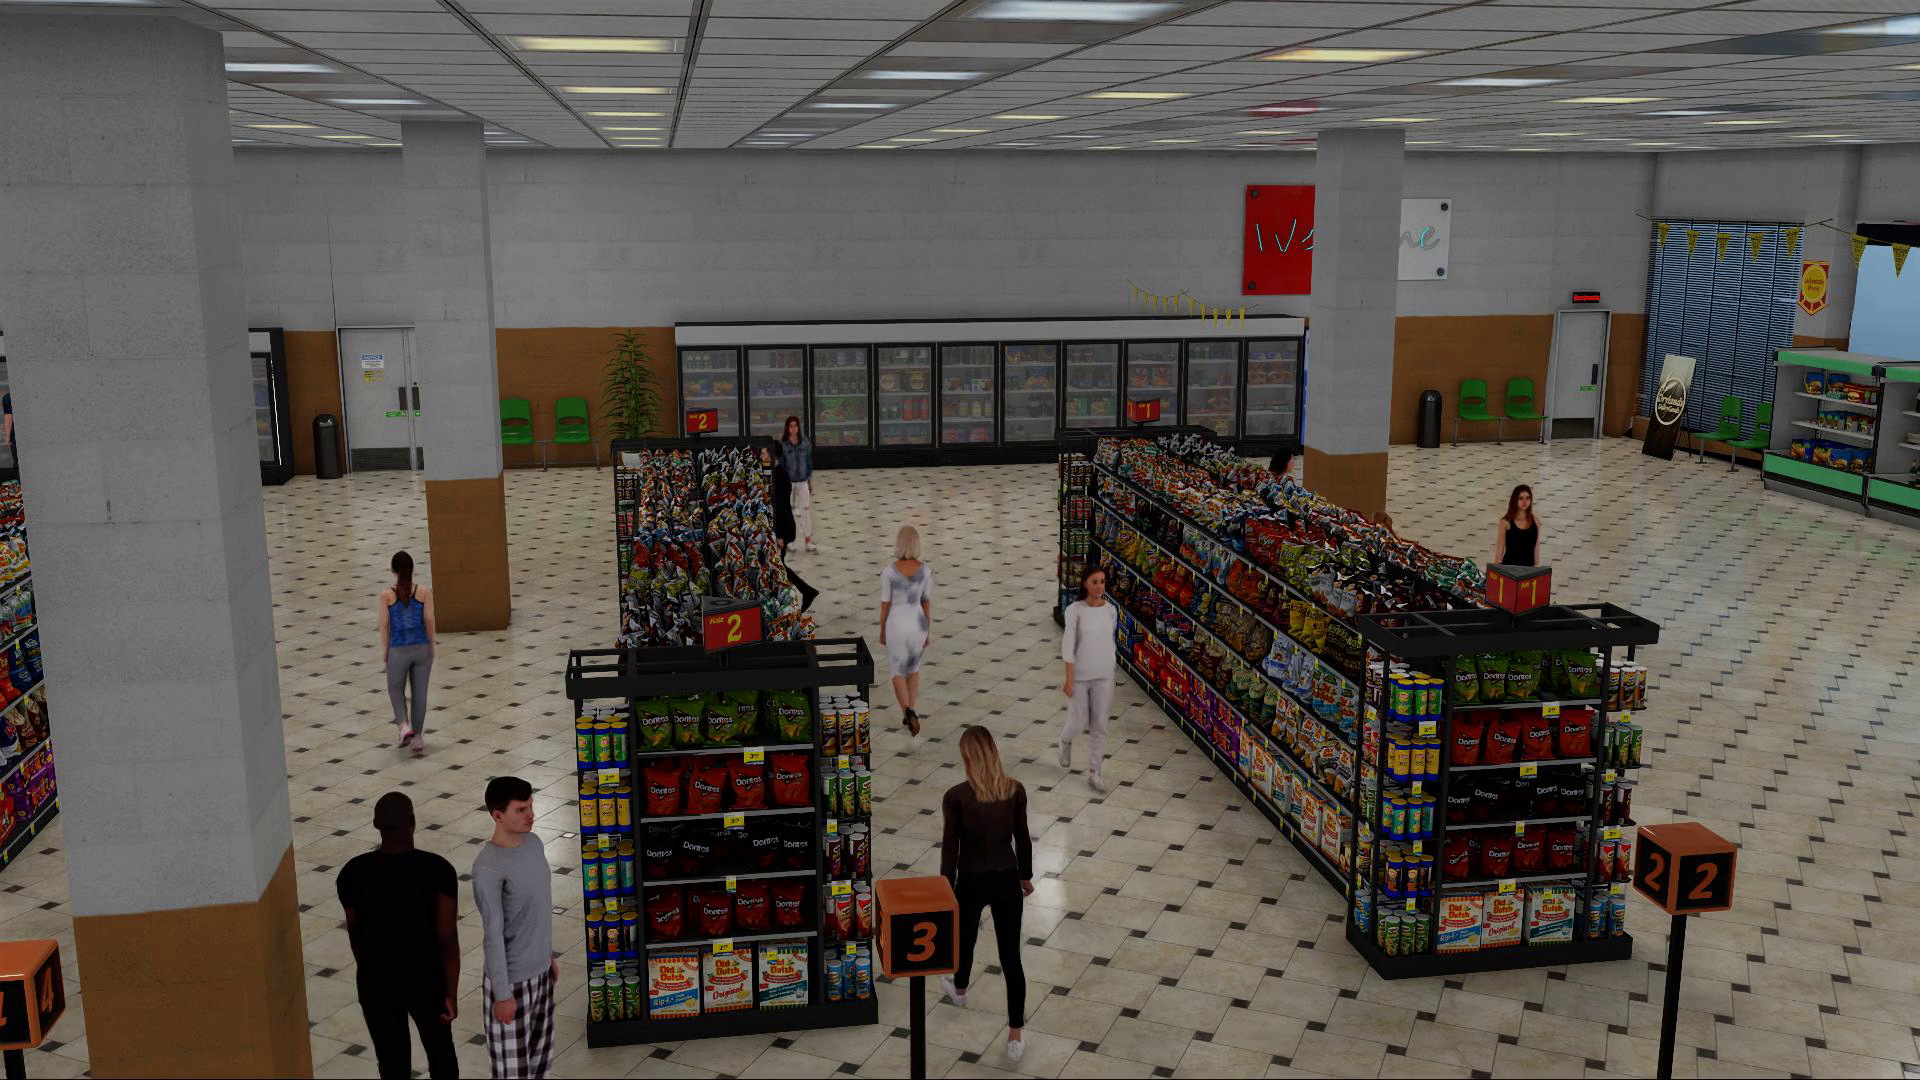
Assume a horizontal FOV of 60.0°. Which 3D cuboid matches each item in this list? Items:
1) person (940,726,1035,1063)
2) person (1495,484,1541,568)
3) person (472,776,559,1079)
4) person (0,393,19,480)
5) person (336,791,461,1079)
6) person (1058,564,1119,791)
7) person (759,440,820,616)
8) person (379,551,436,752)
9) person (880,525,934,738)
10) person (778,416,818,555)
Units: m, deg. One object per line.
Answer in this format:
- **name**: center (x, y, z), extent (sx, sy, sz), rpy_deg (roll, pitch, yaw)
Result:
- **person**: center (0.164, 1.831, 8.469), extent (0.783, 1.648, 1.116), rpy_deg (-3, 12, -14)
- **person**: center (5.162, 0.321, 15.491), extent (0.673, 1.709, 0.821), rpy_deg (0, 12, 0)
- **person**: center (-1.990, 1.938, 7.477), extent (0.761, 1.847, 0.616), rpy_deg (3, 12, 14)
- **person**: center (-13.248, -1.463, 23.570), extent (0.757, 1.871, 0.732), rpy_deg (10, 16, 41)
- **person**: center (-2.441, 2.019, 7.233), extent (0.658, 1.789, 0.965), rpy_deg (-2, 12, -10)
- **person**: center (0.926, 0.995, 12.361), extent (0.706, 1.680, 0.903), rpy_deg (-5, 13, -21)
- **person**: center (-1.771, -0.101, 17.100), extent (0.780, 1.871, 0.806), rpy_deg (-1, 12, -6)
- **person**: center (-4.302, 0.900, 13.011), extent (0.653, 1.597, 0.771), rpy_deg (-5, 13, -24)
- **person**: center (-0.412, 0.765, 13.339), extent (0.606, 1.726, 0.984), rpy_deg (-3, 12, -13)
- **person**: center (-2.044, -0.681, 20.317), extent (0.731, 1.682, 0.960), rpy_deg (-4, 13, -19)
